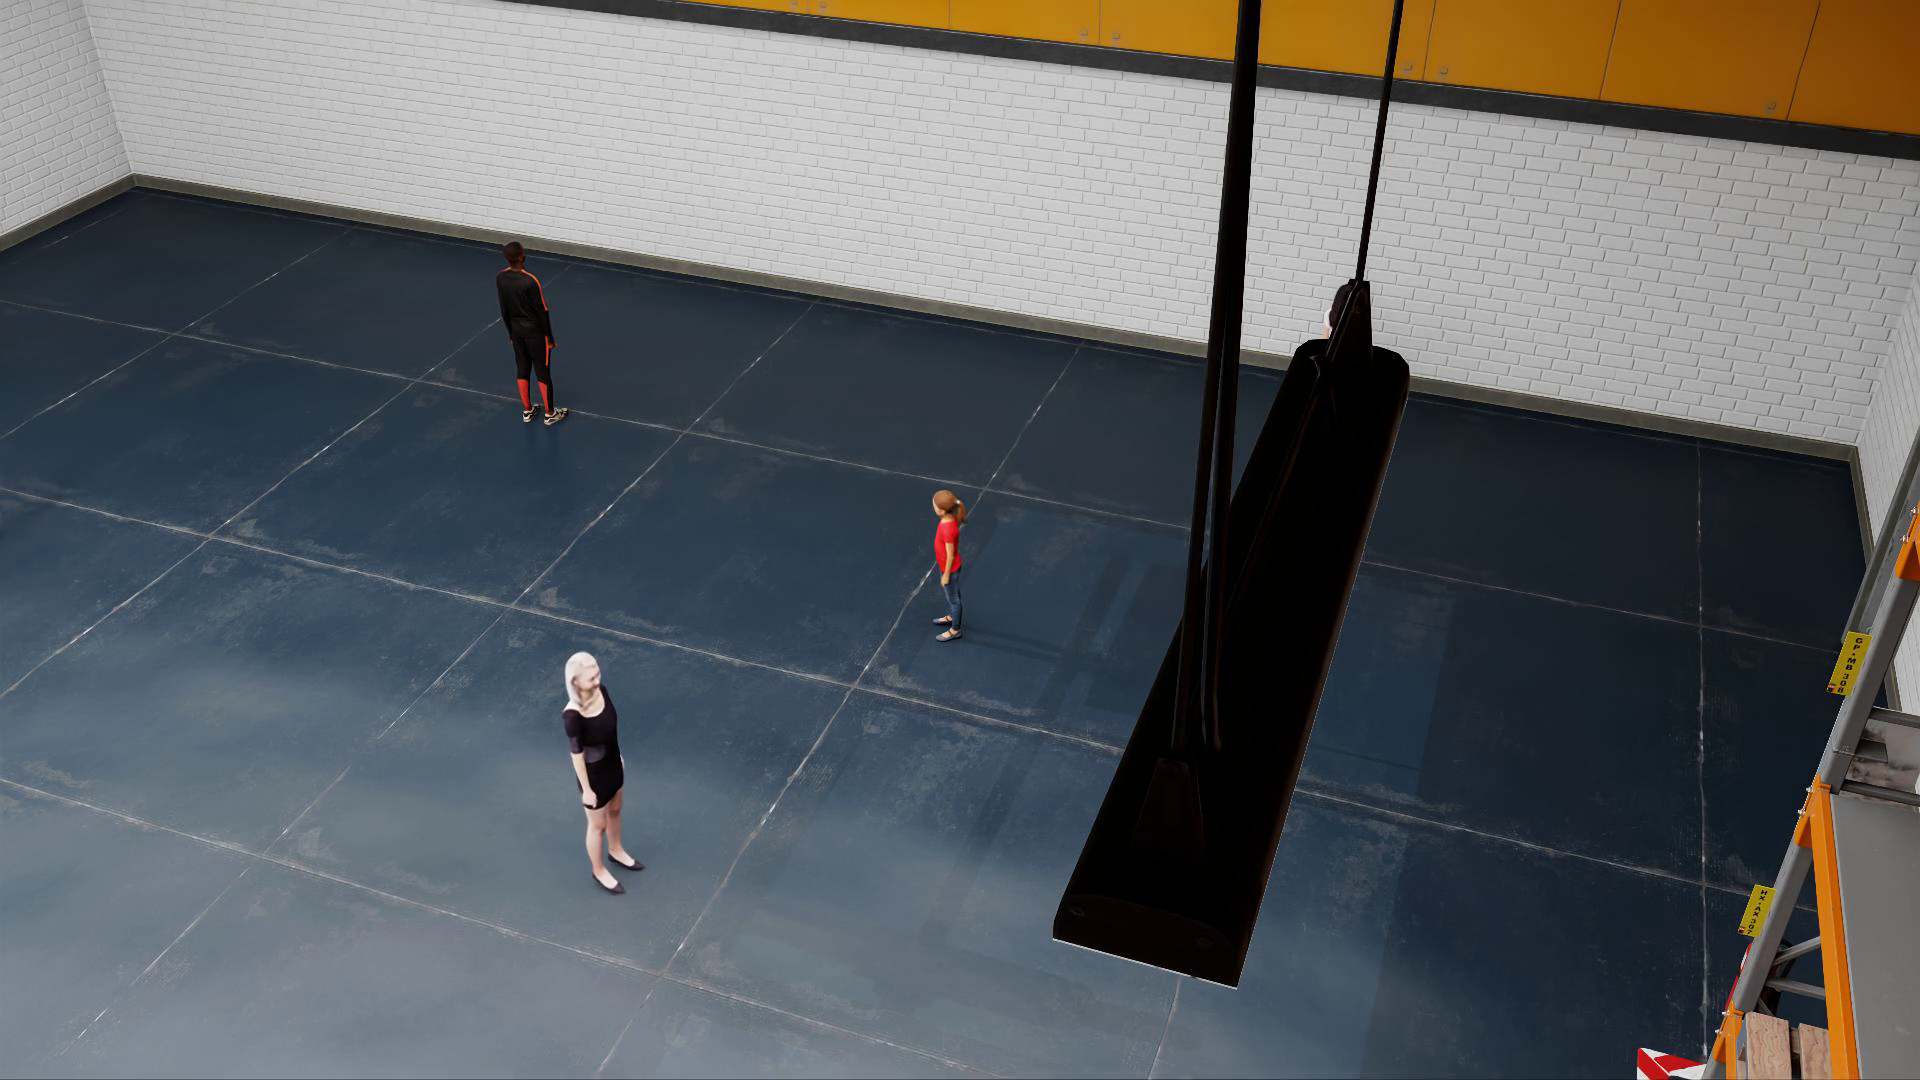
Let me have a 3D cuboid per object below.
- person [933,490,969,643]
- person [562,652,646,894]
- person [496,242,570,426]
[{"bbox_3d":[-0.073,0.180,12.723,0.602,1.309,0.512,-1,34,-1],"label":"person"},{"bbox_3d":[-2.264,1.437,10.360,0.633,1.832,0.420,11,35,15],"label":"person"},{"bbox_3d":[-4.009,-1.925,15.439,0.617,1.809,0.524,10,35,15],"label":"person"}]
